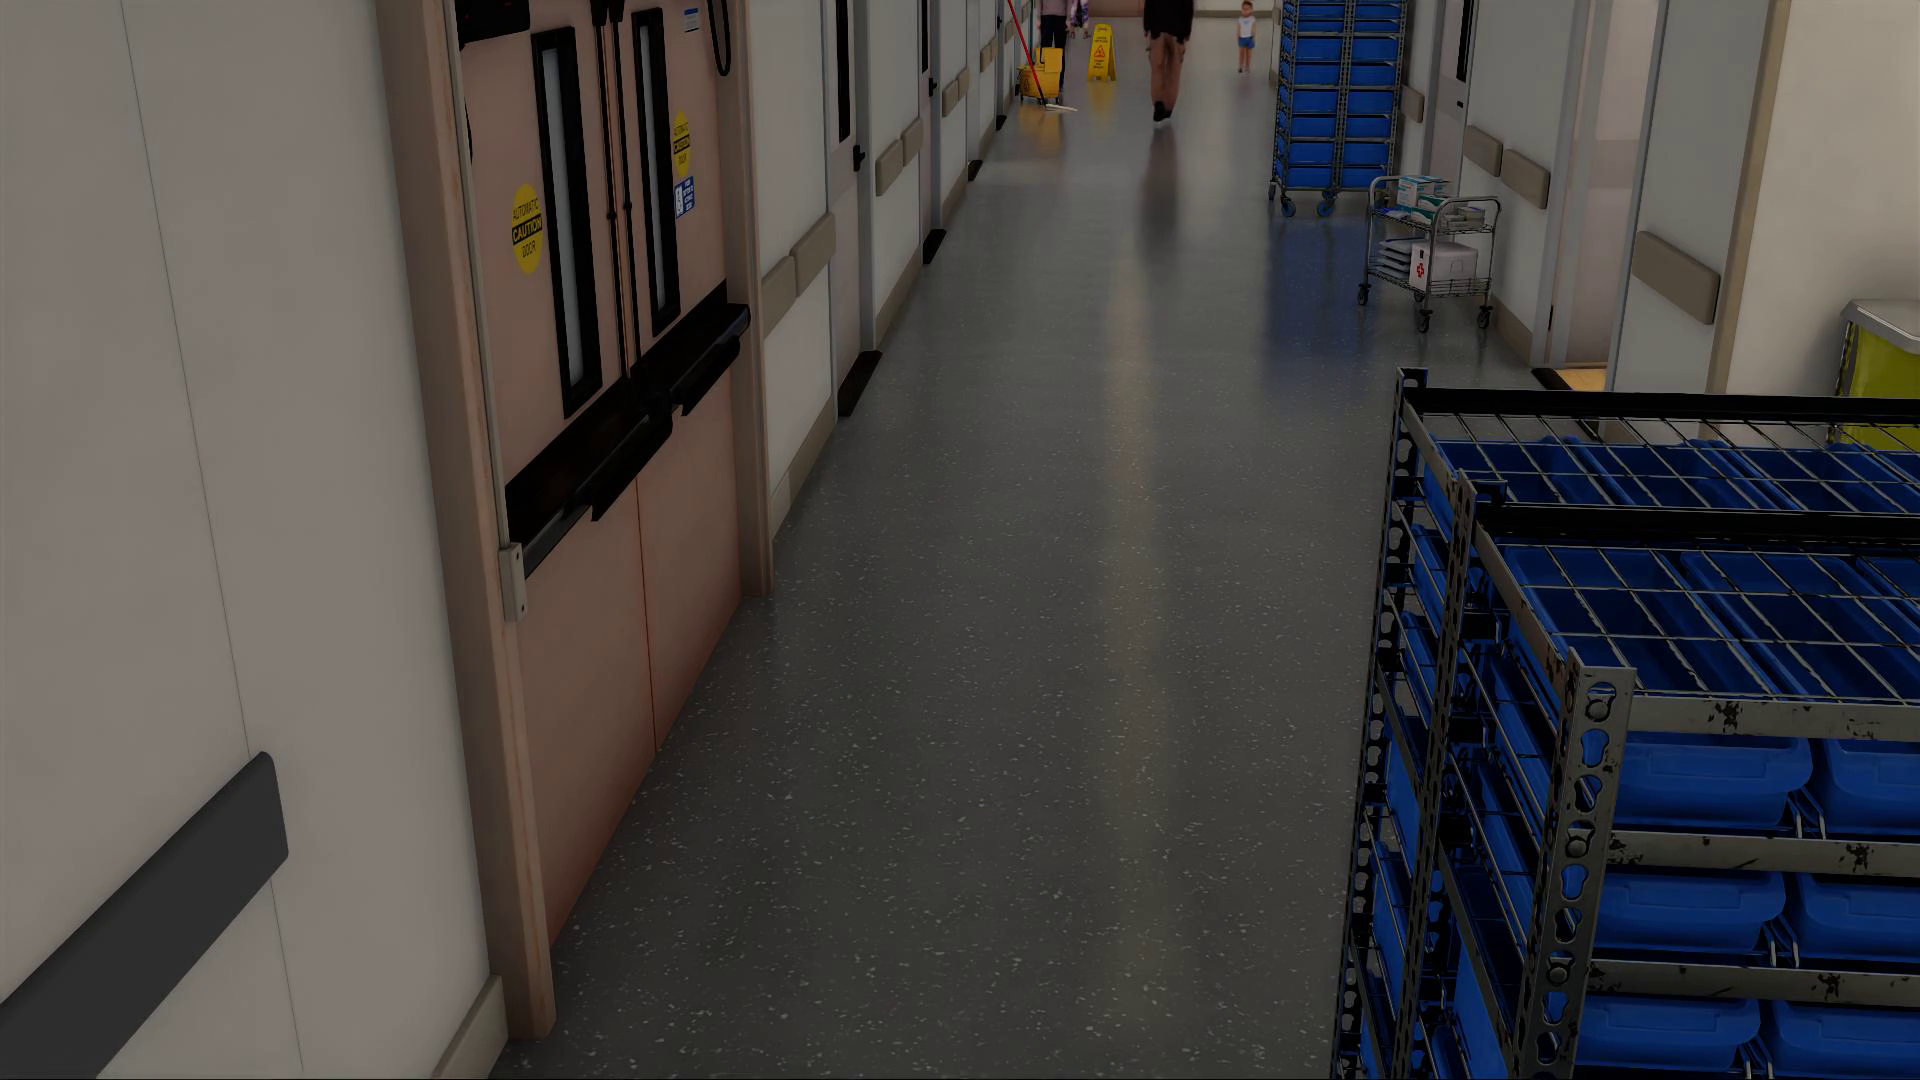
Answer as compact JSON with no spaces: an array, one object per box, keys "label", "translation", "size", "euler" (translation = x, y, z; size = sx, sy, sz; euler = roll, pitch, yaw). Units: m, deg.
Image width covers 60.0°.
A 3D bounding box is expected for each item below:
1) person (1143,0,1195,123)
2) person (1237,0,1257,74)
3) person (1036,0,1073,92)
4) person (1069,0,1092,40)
[{"label":"person","translation":[2.281,-5.572,18.383],"size":[0.688,1.889,1.216],"euler":[2,21,4]},{"label":"person","translation":[4.199,-7.328,24.287],"size":[0.490,0.991,0.739],"euler":[5,21,14]},{"label":"person","translation":[1.238,-6.841,21.849],"size":[0.653,1.807,0.593],"euler":[5,21,13]},{"label":"person","translation":[2.223,-10.250,30.903],"size":[0.616,1.770,0.550],"euler":[4,21,11]}]
